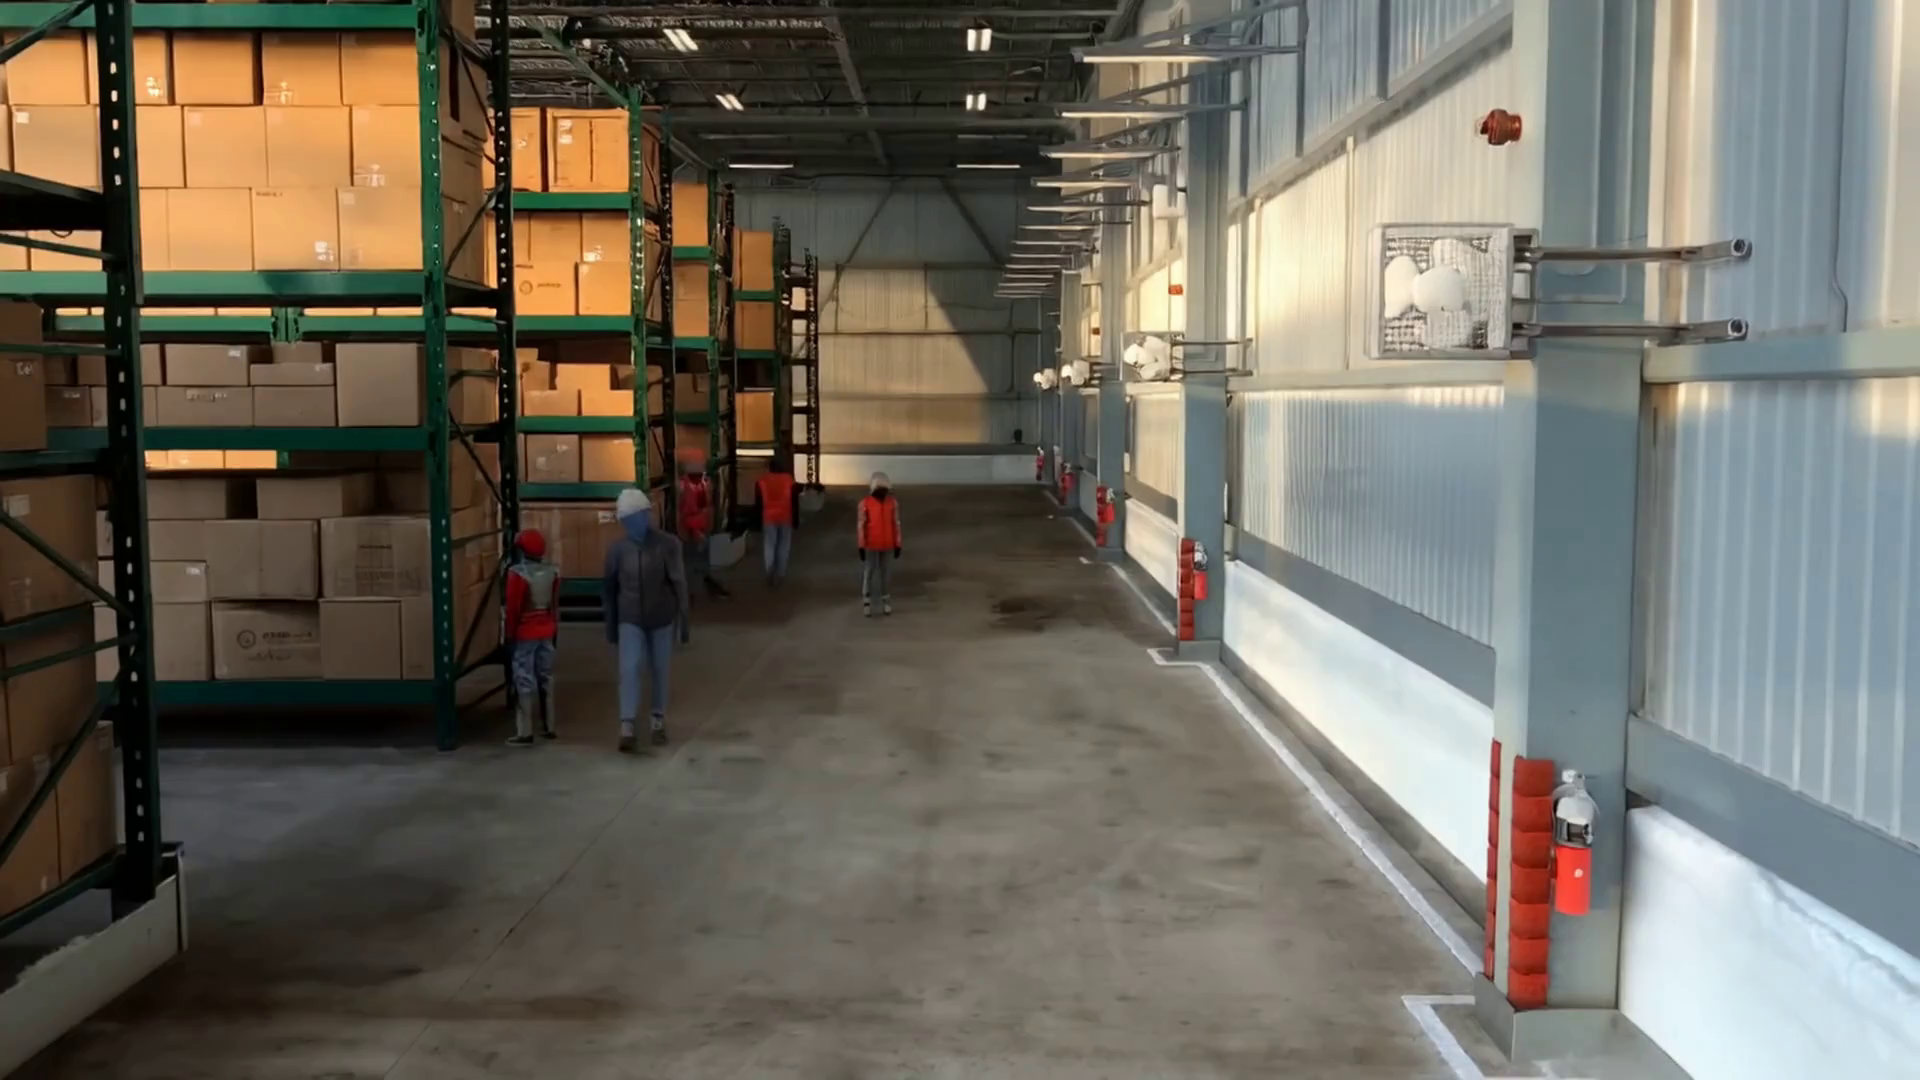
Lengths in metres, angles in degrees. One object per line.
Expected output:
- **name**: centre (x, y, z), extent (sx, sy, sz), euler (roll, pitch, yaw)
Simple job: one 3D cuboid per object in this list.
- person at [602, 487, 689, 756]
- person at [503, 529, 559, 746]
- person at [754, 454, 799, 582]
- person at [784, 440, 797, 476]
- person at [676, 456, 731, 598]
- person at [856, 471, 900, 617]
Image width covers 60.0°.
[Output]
- **person**: centre (-2.312, 0.598, 12.216), extent (0.639, 1.955, 0.863), euler (-1, 5, -8)
- **person**: centre (-3.229, 0.733, 12.582), extent (0.314, 1.632, 0.525), euler (3, 6, 30)
- **person**: centre (-2.580, -0.293, 23.425), extent (0.631, 1.825, 0.650), euler (0, 5, -4)
- **person**: centre (-3.878, -1.446, 37.563), extent (0.574, 1.696, 0.368), euler (5, 7, 45)
- **person**: centre (-3.490, -0.172, 21.790), extent (1.027, 1.867, 0.576), euler (2, 5, 23)
- **person**: centre (-0.961, 0.049, 19.863), extent (0.565, 1.745, 0.349), euler (-3, 6, -30)
